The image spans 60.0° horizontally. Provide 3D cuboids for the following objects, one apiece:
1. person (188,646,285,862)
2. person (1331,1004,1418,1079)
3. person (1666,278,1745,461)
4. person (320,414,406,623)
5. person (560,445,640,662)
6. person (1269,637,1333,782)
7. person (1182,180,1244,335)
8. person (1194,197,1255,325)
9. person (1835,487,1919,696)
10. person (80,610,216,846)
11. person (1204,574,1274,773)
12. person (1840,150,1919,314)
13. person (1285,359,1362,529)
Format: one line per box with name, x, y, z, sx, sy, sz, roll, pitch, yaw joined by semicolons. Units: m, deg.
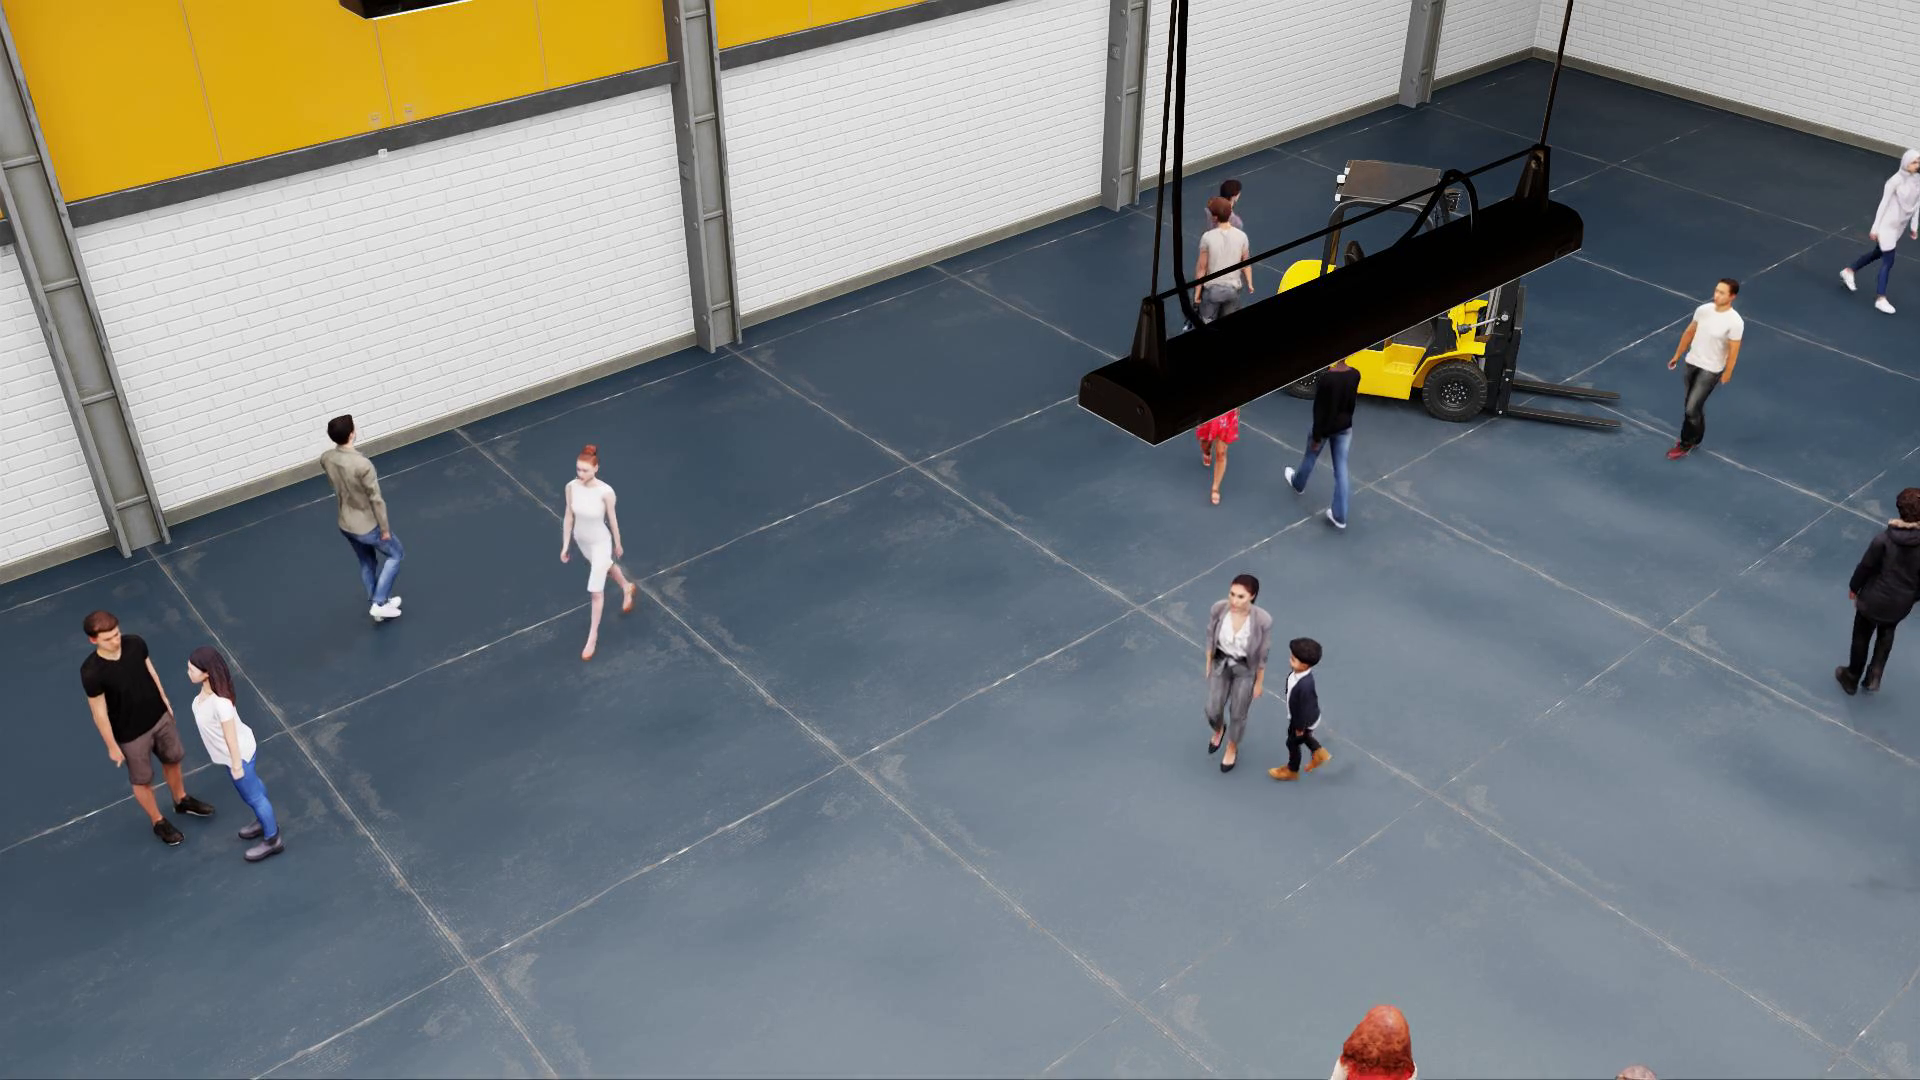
person;-4.778;1.403;11.004;0.556;1.682;0.610;-20;39;-27
person;2.023;3.091;8.369;1.138;1.788;1.116;-1;34;-1
person;6.992;-1.624;15.467;0.851;1.783;0.755;-14;36;-20
person;-4.770;-0.101;13.110;0.823;1.856;0.822;14;36;20
person;-2.803;0.015;13.039;0.896;1.742;1.178;14;36;20
person;2.469;1.206;11.726;0.771;1.212;0.710;1;34;1
person;2.645;-2.836;17.242;0.868;1.837;0.680;-25;41;-32
person;2.624;-2.481;16.678;0.915;1.871;0.989;3;34;4
person;6.919;0.453;12.358;0.768;1.765;0.821;5;34;8
person;-5.516;1.202;11.145;0.848;1.862;0.708;15;36;21
person;1.984;0.896;11.779;0.708;1.668;0.719;15;36;21
person;10.153;-3.446;18.243;1.151;1.745;0.959;-11;35;-17
person;3.283;-0.907;14.465;1.153;1.699;0.950;-11;35;-16
